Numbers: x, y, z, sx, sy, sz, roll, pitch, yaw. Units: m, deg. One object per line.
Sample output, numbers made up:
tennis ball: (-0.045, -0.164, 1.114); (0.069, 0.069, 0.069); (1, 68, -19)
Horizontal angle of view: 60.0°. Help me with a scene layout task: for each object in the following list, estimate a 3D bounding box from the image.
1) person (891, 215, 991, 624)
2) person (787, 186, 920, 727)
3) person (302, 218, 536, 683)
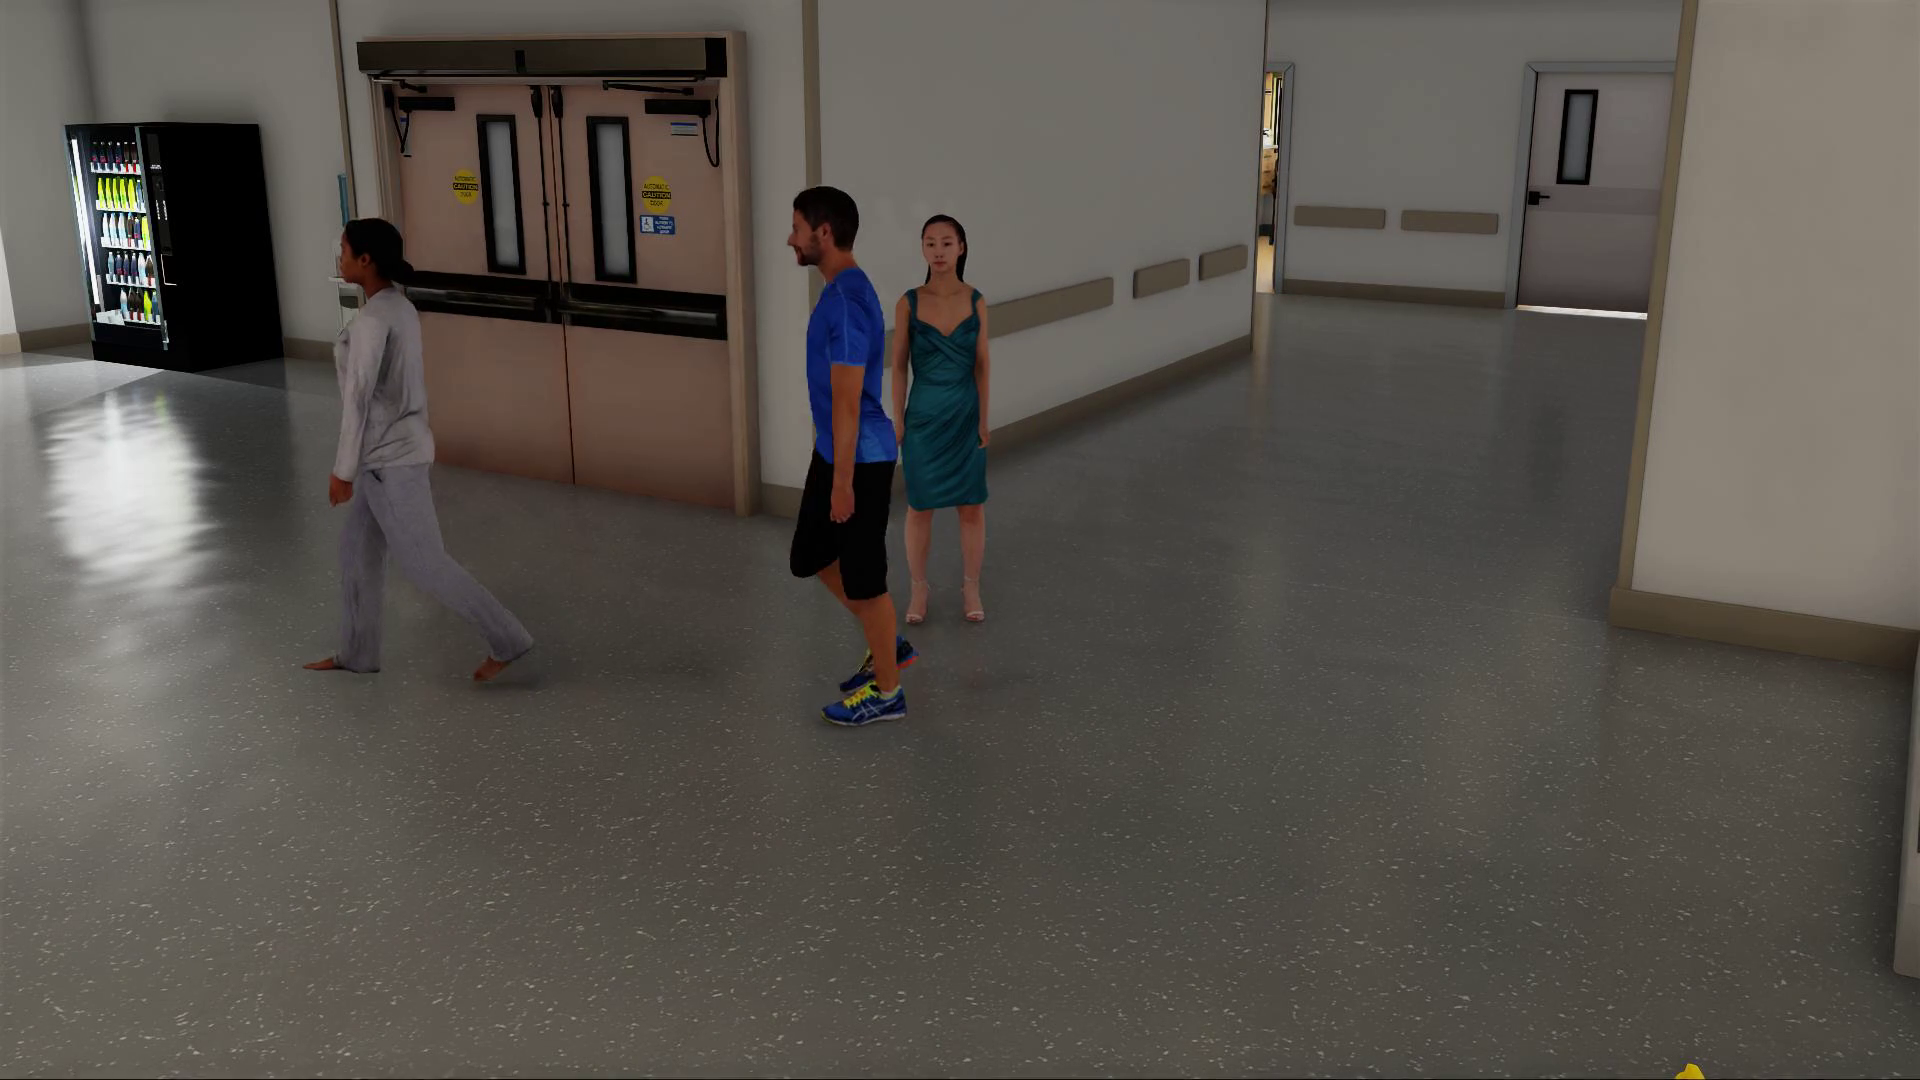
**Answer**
person: (-0.063, -0.467, 6.755); (0.608, 1.682, 0.695); (-2, 16, -6)
person: (-0.298, -0.277, 5.772); (0.899, 1.850, 0.850); (-4, 16, -14)
person: (-1.973, -0.281, 6.043); (1.202, 1.710, 1.052); (-2, 16, -6)
